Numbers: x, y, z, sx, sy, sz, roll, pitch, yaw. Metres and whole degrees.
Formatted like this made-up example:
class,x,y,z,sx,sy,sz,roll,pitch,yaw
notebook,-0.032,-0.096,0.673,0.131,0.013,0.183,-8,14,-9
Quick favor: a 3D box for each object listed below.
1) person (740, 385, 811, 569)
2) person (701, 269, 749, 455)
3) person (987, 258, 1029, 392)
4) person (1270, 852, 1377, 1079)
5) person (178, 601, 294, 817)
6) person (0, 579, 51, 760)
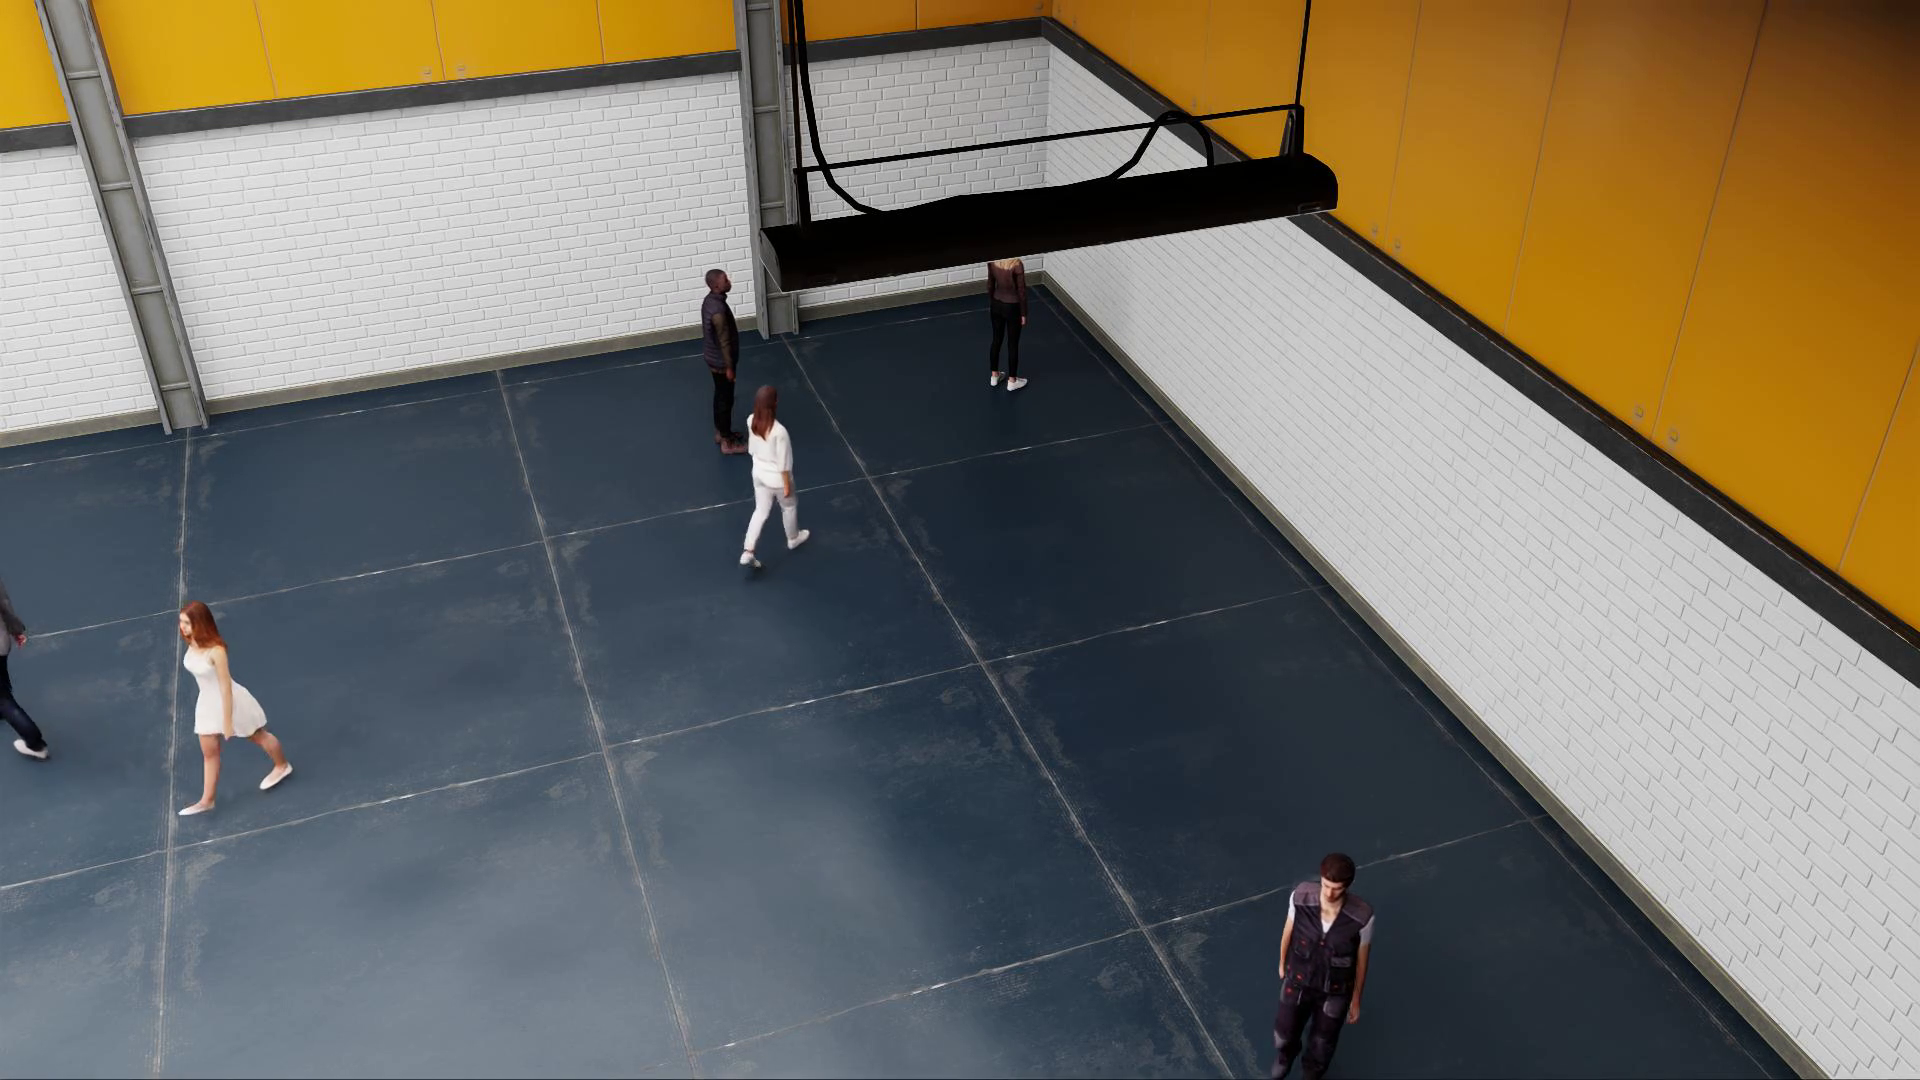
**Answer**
class,x,y,z,sx,sy,sz,roll,pitch,yaw
person,-1.623,-0.502,13.931,1.002,1.658,1.152,20,39,27
person,-2.228,-1.683,15.547,0.581,1.835,0.699,-9,35,-14
person,0.461,-2.307,16.603,0.677,1.705,0.686,23,40,30
person,2.054,2.413,9.382,0.768,1.838,0.840,12,35,17
person,-5.006,1.091,11.519,0.952,1.674,1.111,22,40,30
person,-6.870,0.800,11.815,1.217,1.832,1.155,15,36,21
